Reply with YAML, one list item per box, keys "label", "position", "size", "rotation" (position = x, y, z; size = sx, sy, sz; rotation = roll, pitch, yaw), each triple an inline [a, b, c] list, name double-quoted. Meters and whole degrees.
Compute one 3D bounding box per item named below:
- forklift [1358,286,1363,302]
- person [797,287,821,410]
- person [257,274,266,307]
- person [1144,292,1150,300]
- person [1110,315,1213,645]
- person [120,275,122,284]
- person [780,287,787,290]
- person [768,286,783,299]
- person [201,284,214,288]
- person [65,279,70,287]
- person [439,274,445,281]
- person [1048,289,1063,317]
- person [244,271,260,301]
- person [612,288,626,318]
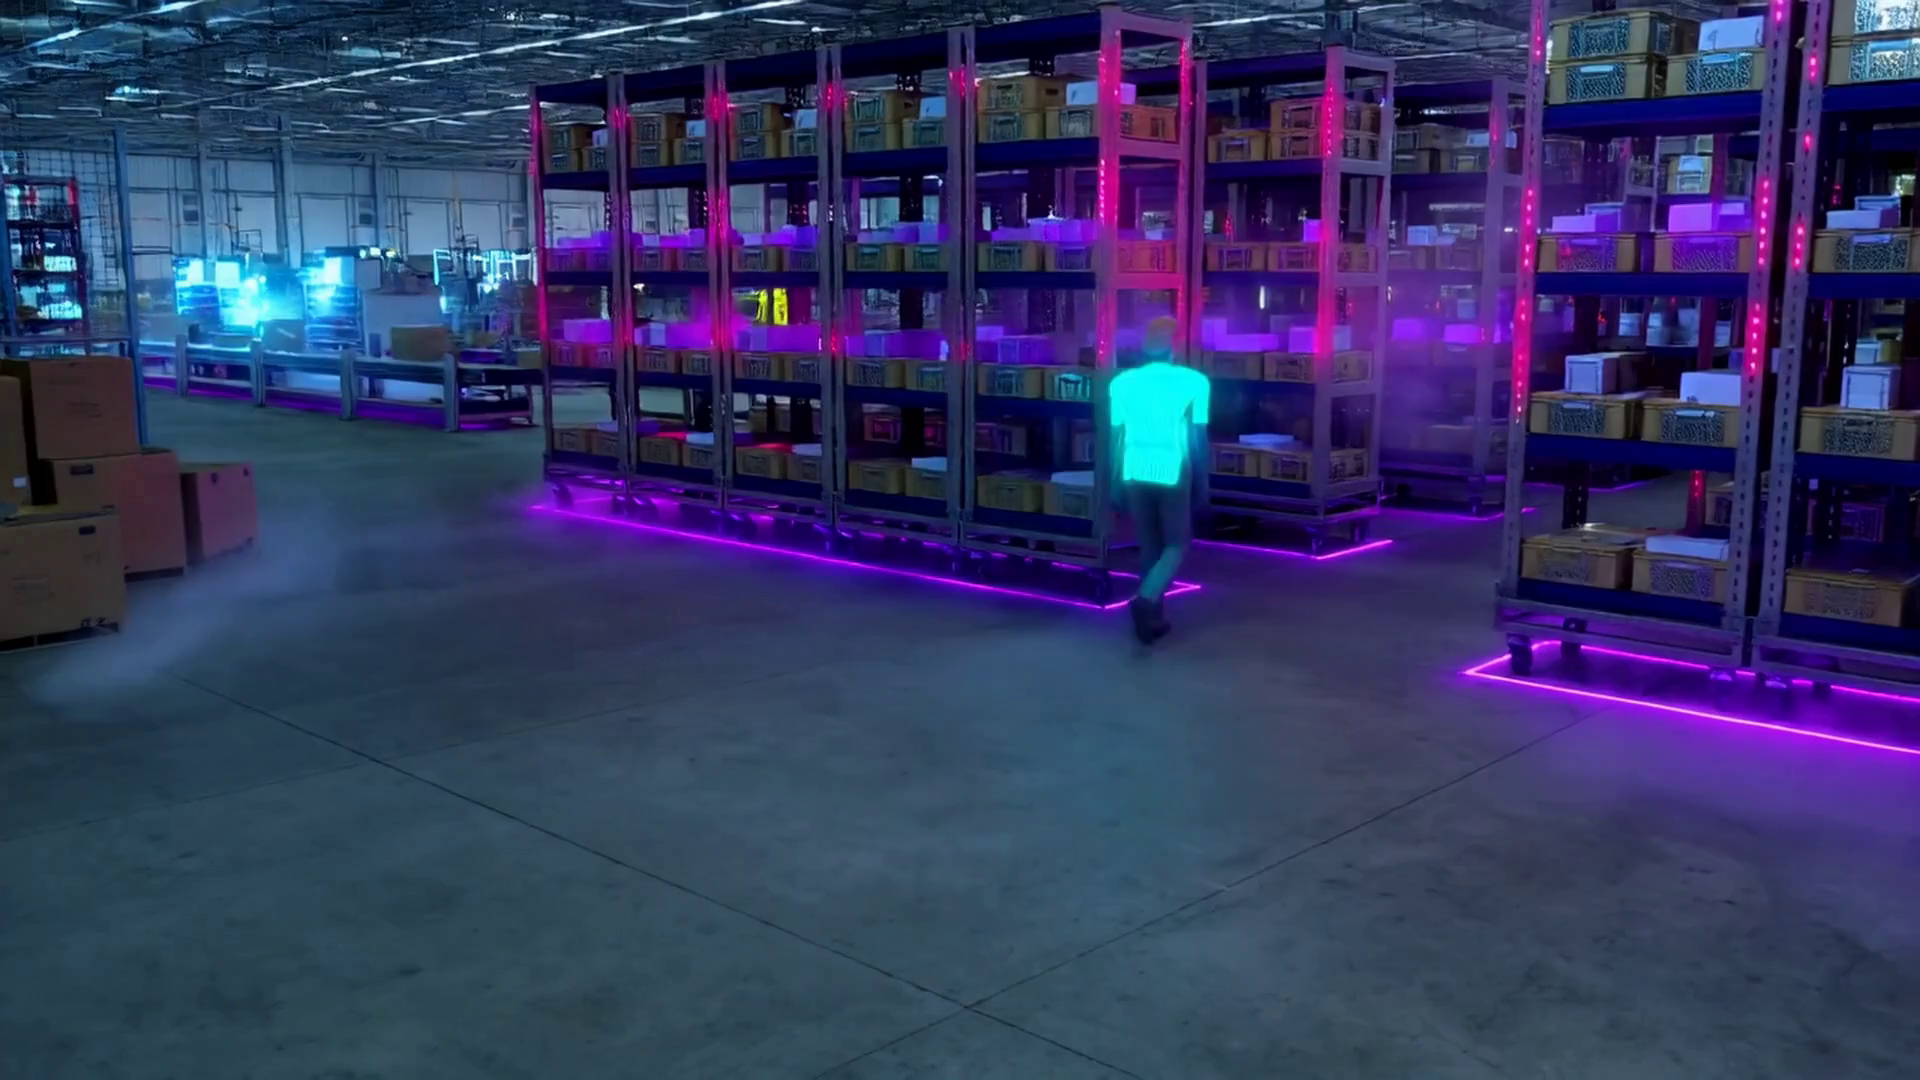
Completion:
- label: "forklift"
  position: [11.100, -7.017, 46.970]
  size: [1.873, 2.768, 1.129]
  rotation: [9, 13, 43]
- label: "person"
  position: [-1.911, -2.250, 20.727]
  size: [0.407, 1.906, 0.638]
  rotation: [-8, 12, -39]
- label: "person"
  position: [-24.395, -8.343, 58.184]
  size: [0.336, 1.873, 0.521]
  rotation: [-9, 13, -43]
- label: "person"
  position: [7.034, -9.022, 62.882]
  size: [0.319, 1.697, 0.532]
  rotation: [1, 9, 4]
- label: "person"
  position: [1.071, -0.316, 9.113]
  size: [0.585, 1.822, 0.673]
  rotation: [6, 11, 32]
- label: "person"
  position: [-37.810, -11.127, 75.425]
  size: [0.721, 1.824, 0.632]
  rotation: [-8, 12, -40]
- label: "person"
  position: [-6.856, -9.486, 64.674]
  size: [0.841, 2.000, 0.697]
  rotation: [-4, 10, -22]
- label: "person"
  position: [-5.383, -6.745, 48.542]
  size: [0.428, 1.816, 0.619]
  rotation: [9, 13, 44]
- label: "person"
  position: [-30.224, -9.702, 66.927]
  size: [0.703, 1.743, 0.546]
  rotation: [9, 13, 43]
- label: "person"
  position: [-40.495, -11.185, 75.404]
  size: [0.627, 1.940, 0.372]
  rotation: [4, 10, 23]
- label: "person"
  position: [-27.915, -13.426, 89.527]
  size: [0.510, 1.822, 0.769]
  rotation: [8, 12, 40]
- label: "person"
  position: [1.415, -2.989, 25.476]
  size: [0.600, 1.831, 0.404]
  rotation: [1, 9, 6]
- label: "person"
  position: [-26.907, -9.238, 63.292]
  size: [0.623, 1.993, 0.385]
  rotation: [-3, 10, -20]
- label: "person"
  position: [-8.286, -5.466, 40.868]
  size: [0.533, 1.766, 0.318]
  rotation: [1, 9, 6]
